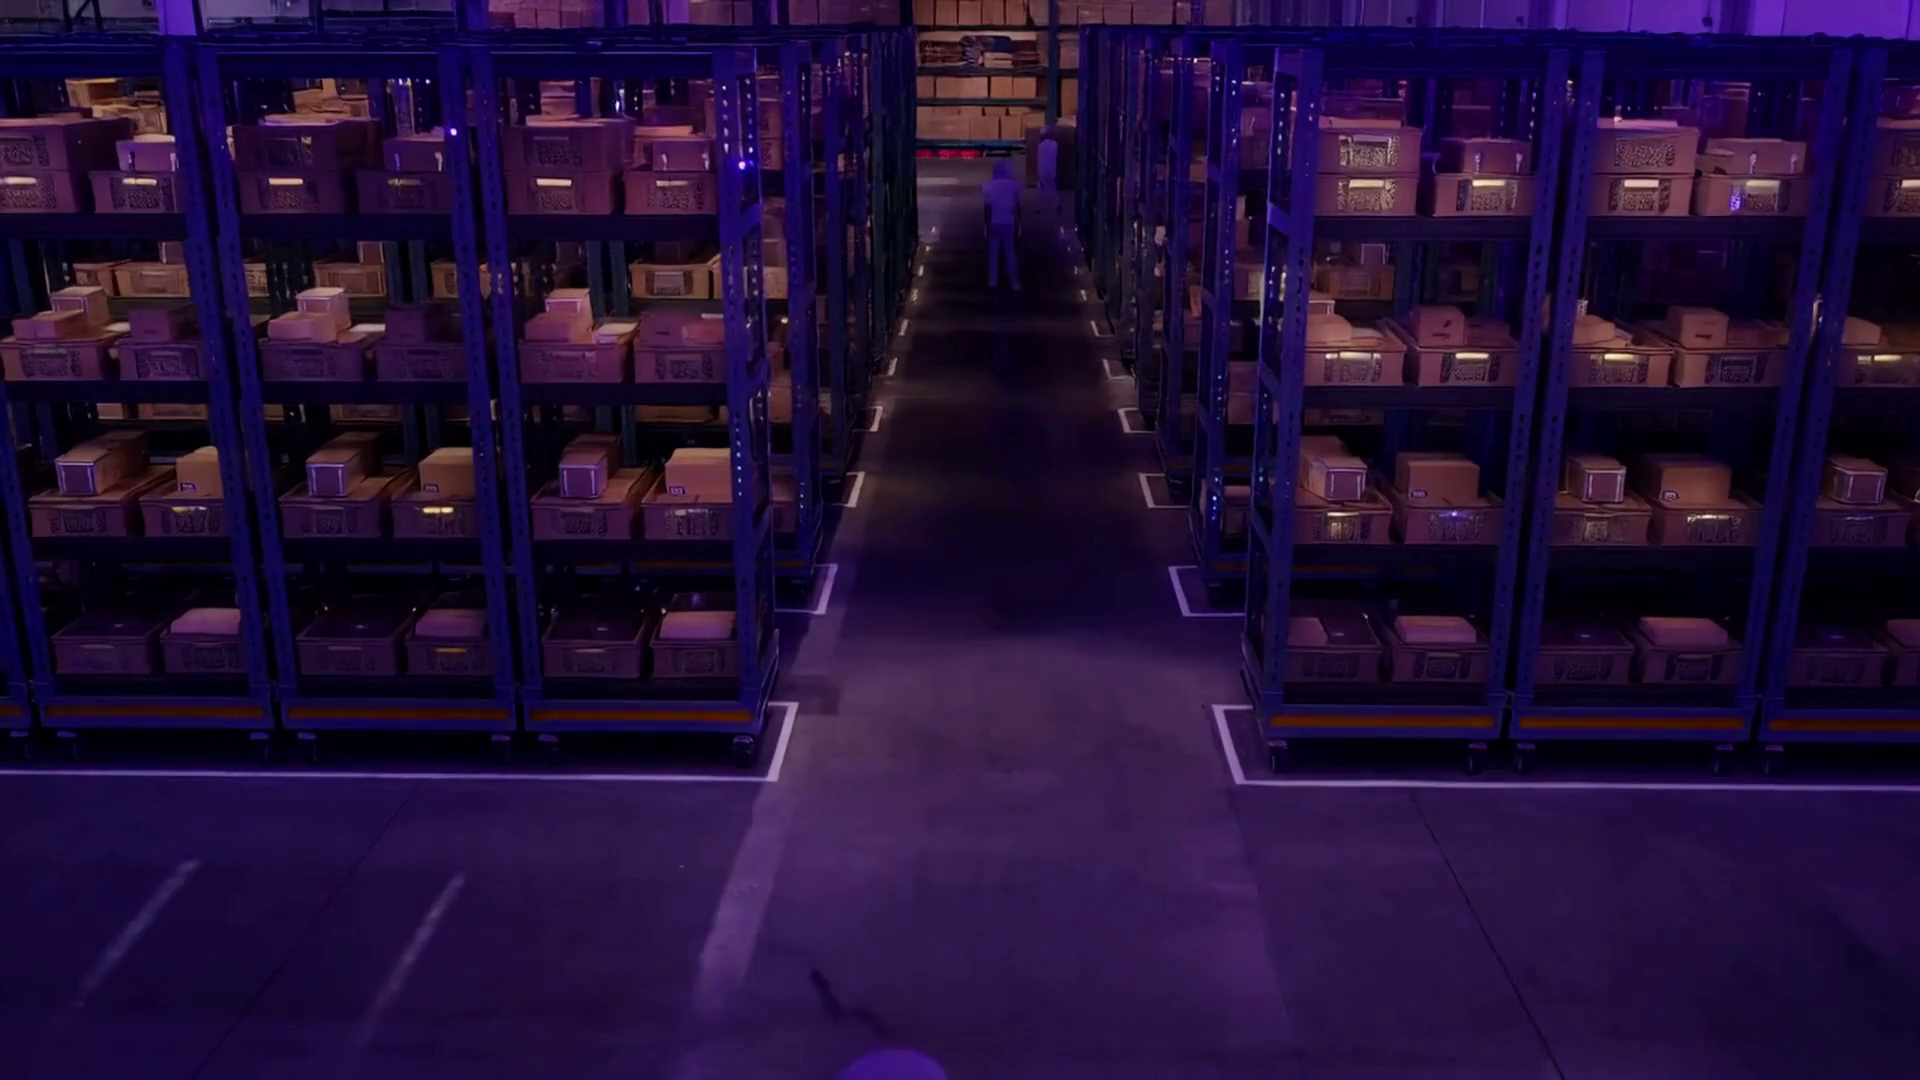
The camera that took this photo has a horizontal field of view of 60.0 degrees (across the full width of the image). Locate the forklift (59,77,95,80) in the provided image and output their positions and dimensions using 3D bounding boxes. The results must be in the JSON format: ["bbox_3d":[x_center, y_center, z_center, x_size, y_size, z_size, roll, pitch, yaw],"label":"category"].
[{"bbox_3d":[-22.865,-11.201,43.337,1.873,2.768,1.129,7,19,22],"label":"forklift"}]

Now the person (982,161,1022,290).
[{"bbox_3d":[0.630,-4.462,23.658,0.587,1.802,0.776,-5,18,-16],"label":"person"}]

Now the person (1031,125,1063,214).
[{"bbox_3d":[1.723,-7.279,32.719,0.565,1.730,0.741,-11,21,-32],"label":"person"}]

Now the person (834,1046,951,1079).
[{"bbox_3d":[-0.200,1.840,3.259,0.643,1.976,0.619,7,19,21],"label":"person"}]

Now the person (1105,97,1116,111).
[{"bbox_3d":[3.630,-10.121,41.543,0.667,1.878,0.435,13,22,36],"label":"person"}]
